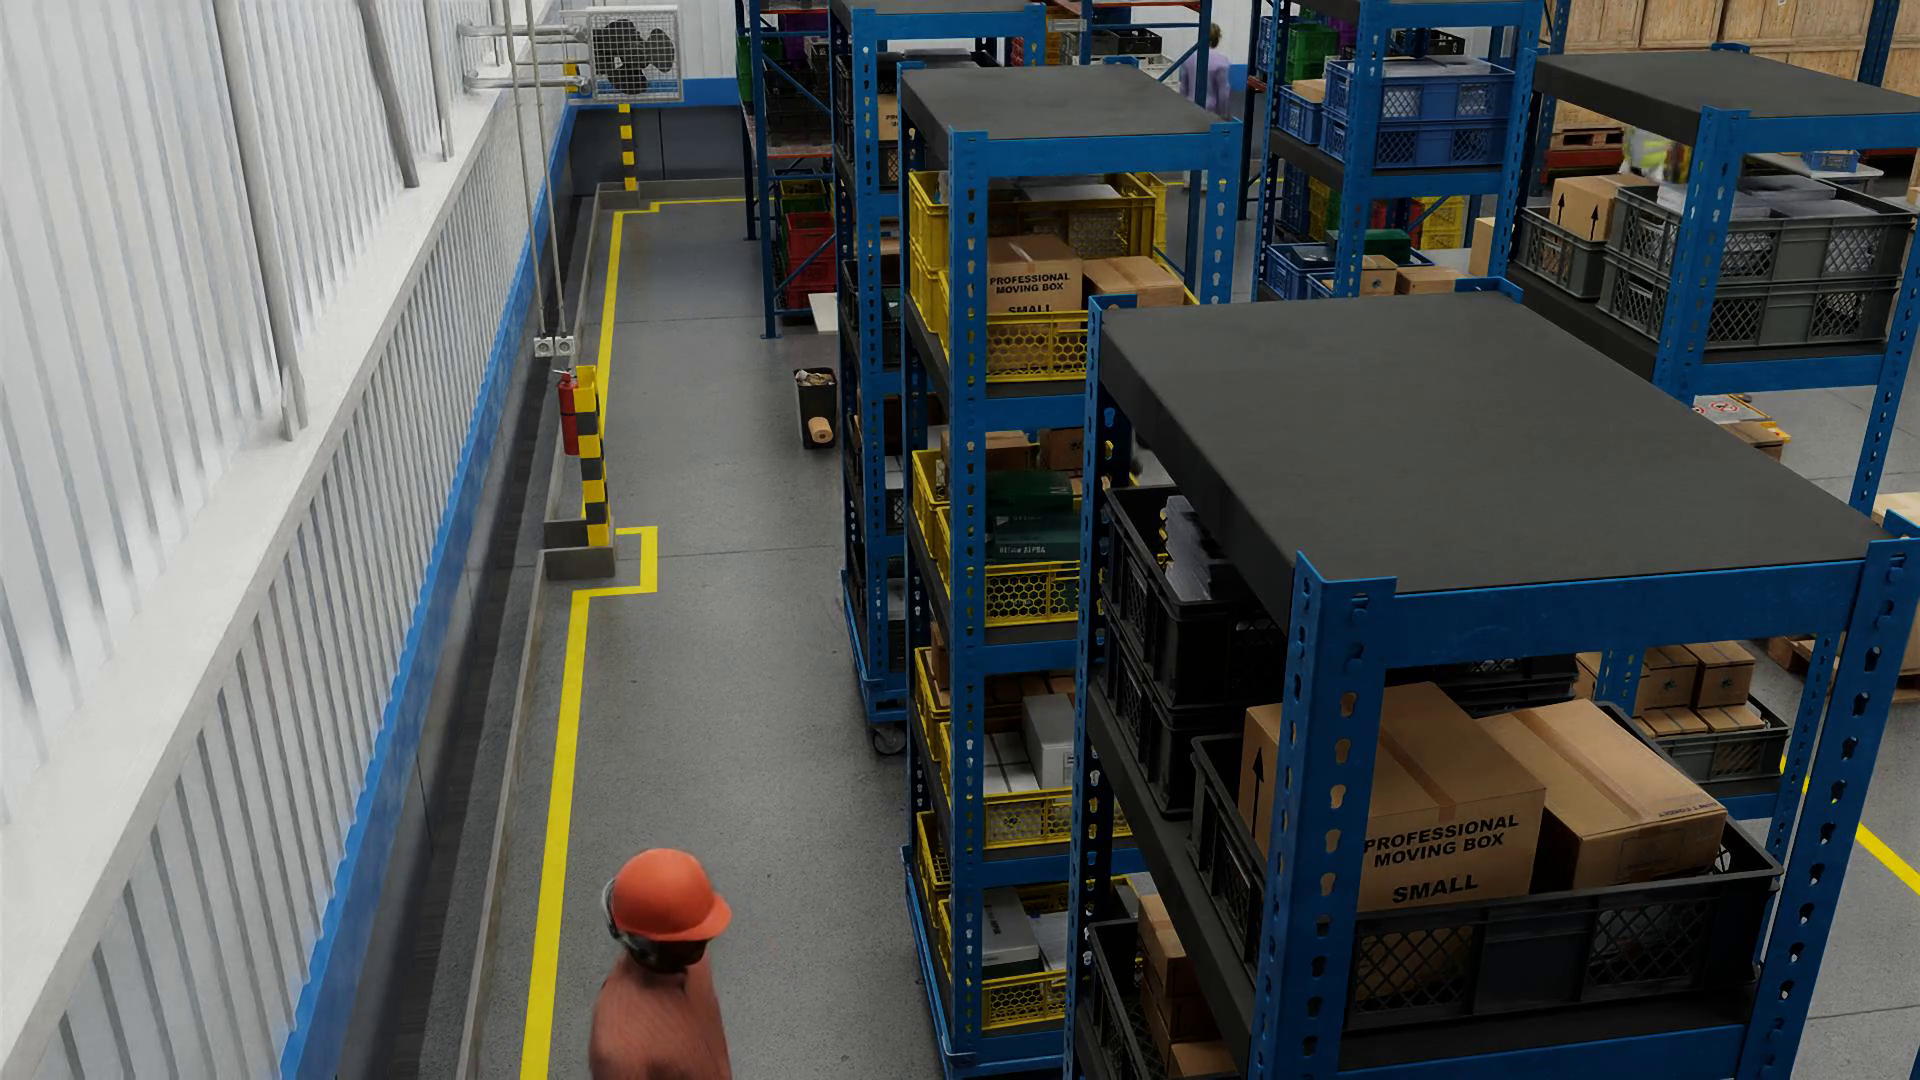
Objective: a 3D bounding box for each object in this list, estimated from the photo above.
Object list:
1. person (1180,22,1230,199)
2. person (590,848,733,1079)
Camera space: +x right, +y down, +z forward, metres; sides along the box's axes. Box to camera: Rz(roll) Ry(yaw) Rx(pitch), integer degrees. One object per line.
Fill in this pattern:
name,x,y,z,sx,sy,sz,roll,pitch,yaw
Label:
person,2.771,-4.867,18.864,0.635,1.937,0.355,22,33,39
person,-0.770,1.681,4.581,0.403,1.988,0.610,4,25,8
